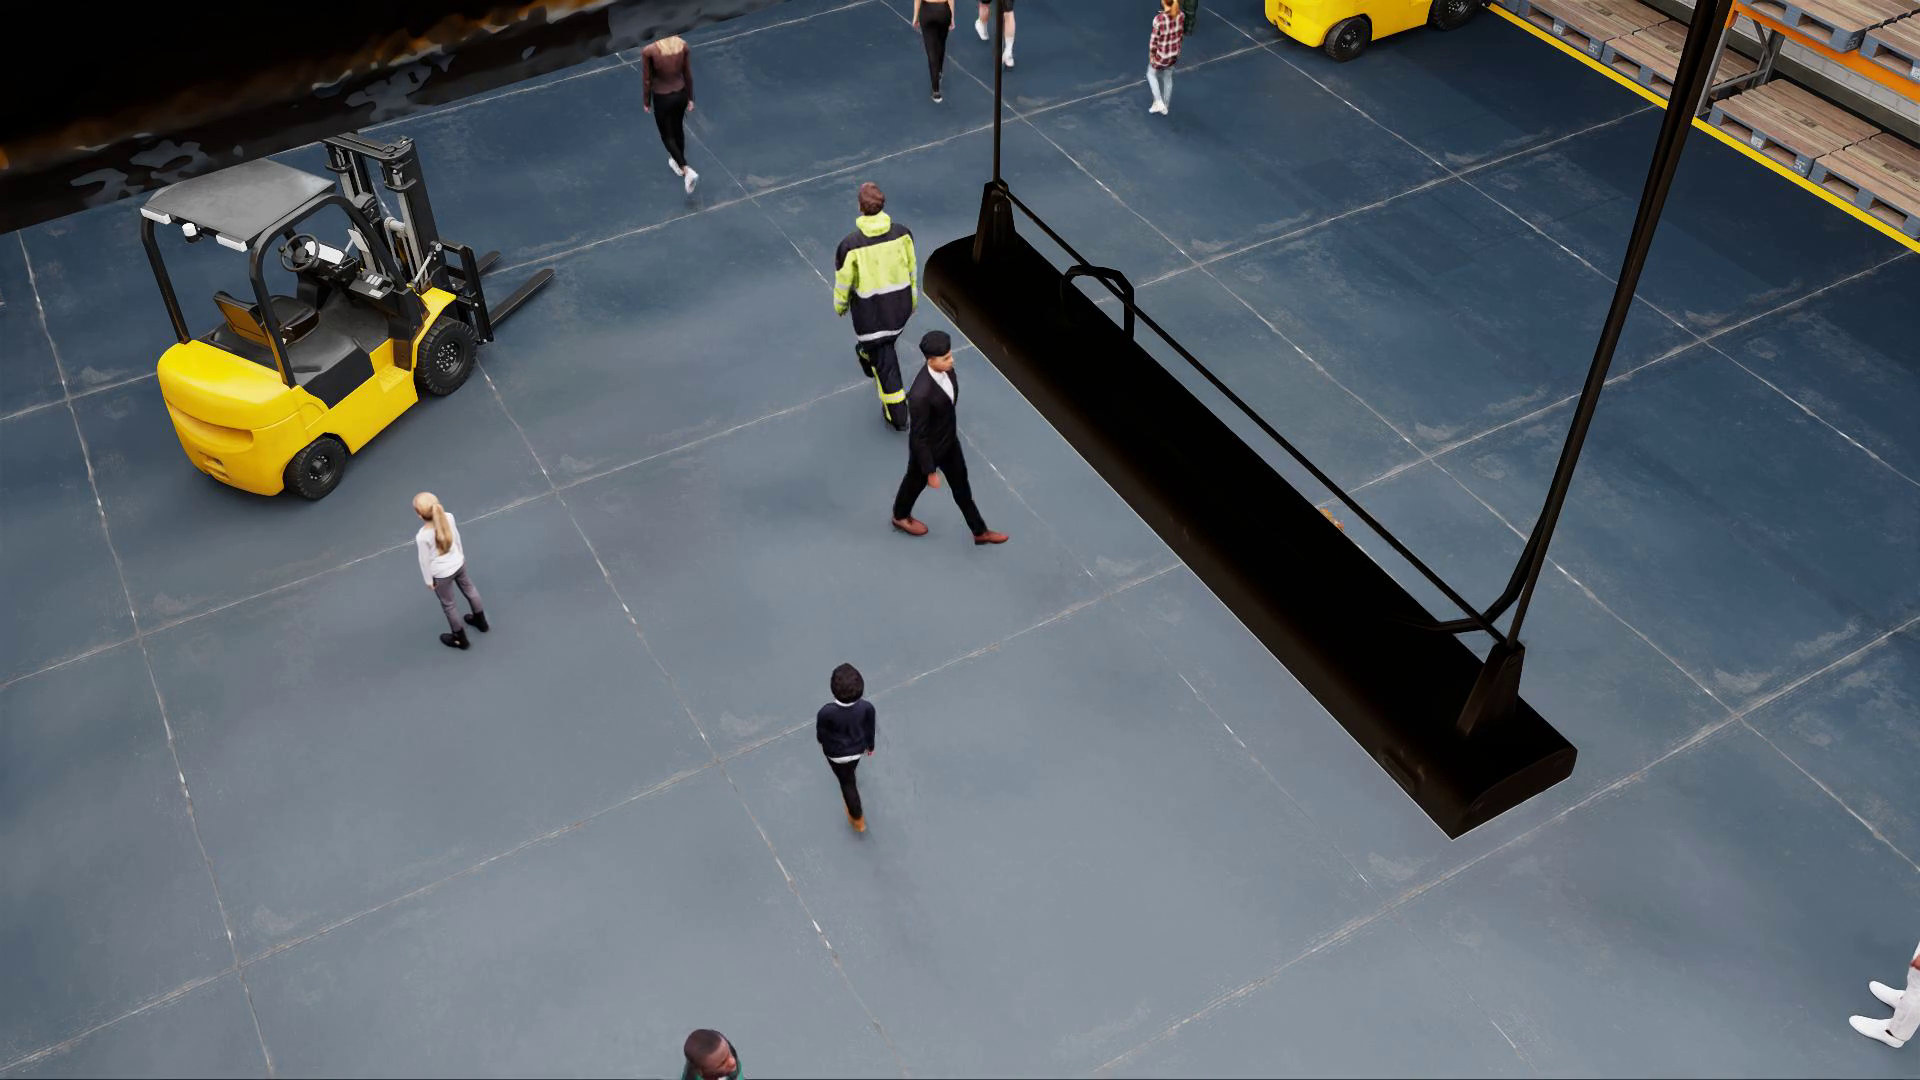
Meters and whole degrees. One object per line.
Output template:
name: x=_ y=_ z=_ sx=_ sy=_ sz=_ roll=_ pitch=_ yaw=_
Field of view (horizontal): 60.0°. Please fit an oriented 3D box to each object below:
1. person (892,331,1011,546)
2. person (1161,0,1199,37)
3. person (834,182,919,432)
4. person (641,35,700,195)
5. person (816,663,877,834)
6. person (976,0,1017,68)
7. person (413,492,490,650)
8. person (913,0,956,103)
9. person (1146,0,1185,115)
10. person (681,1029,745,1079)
person: x=-0.278 y=-0.699 z=11.539 sx=1.290 sy=1.833 sz=1.134 roll=18 pitch=47 yaw=18
person: x=2.317 y=-6.142 z=17.205 sx=0.724 sy=1.901 sz=0.642 roll=-13 pitch=45 yaw=-13
person: x=-0.572 y=-1.700 z=12.528 sx=0.760 sy=1.918 sz=1.236 roll=-21 pitch=47 yaw=-21
person: x=-2.601 y=-3.943 z=15.054 sx=0.654 sy=1.683 sz=1.004 roll=-24 pitch=49 yaw=-23
person: x=-0.665 y=1.256 z=9.948 sx=0.562 sy=1.197 sz=0.862 roll=-16 pitch=46 yaw=-16
person: x=0.420 y=-5.679 z=16.769 sx=0.896 sy=1.831 sz=1.252 roll=-10 pitch=45 yaw=-11
person: x=-3.390 y=0.189 z=11.012 sx=0.591 sy=1.275 sz=0.558 roll=24 pitch=48 yaw=23
person: x=-0.236 y=-5.083 z=16.302 sx=0.808 sy=1.611 sz=1.071 roll=-7 pitch=44 yaw=-7
person: x=2.030 y=-4.718 z=16.146 sx=0.561 sy=1.299 sz=0.566 roll=-16 pitch=46 yaw=-16
person: x=-1.245 y=2.846 z=7.847 sx=1.271 sy=1.793 sz=1.207 roll=10 pitch=45 yaw=10
